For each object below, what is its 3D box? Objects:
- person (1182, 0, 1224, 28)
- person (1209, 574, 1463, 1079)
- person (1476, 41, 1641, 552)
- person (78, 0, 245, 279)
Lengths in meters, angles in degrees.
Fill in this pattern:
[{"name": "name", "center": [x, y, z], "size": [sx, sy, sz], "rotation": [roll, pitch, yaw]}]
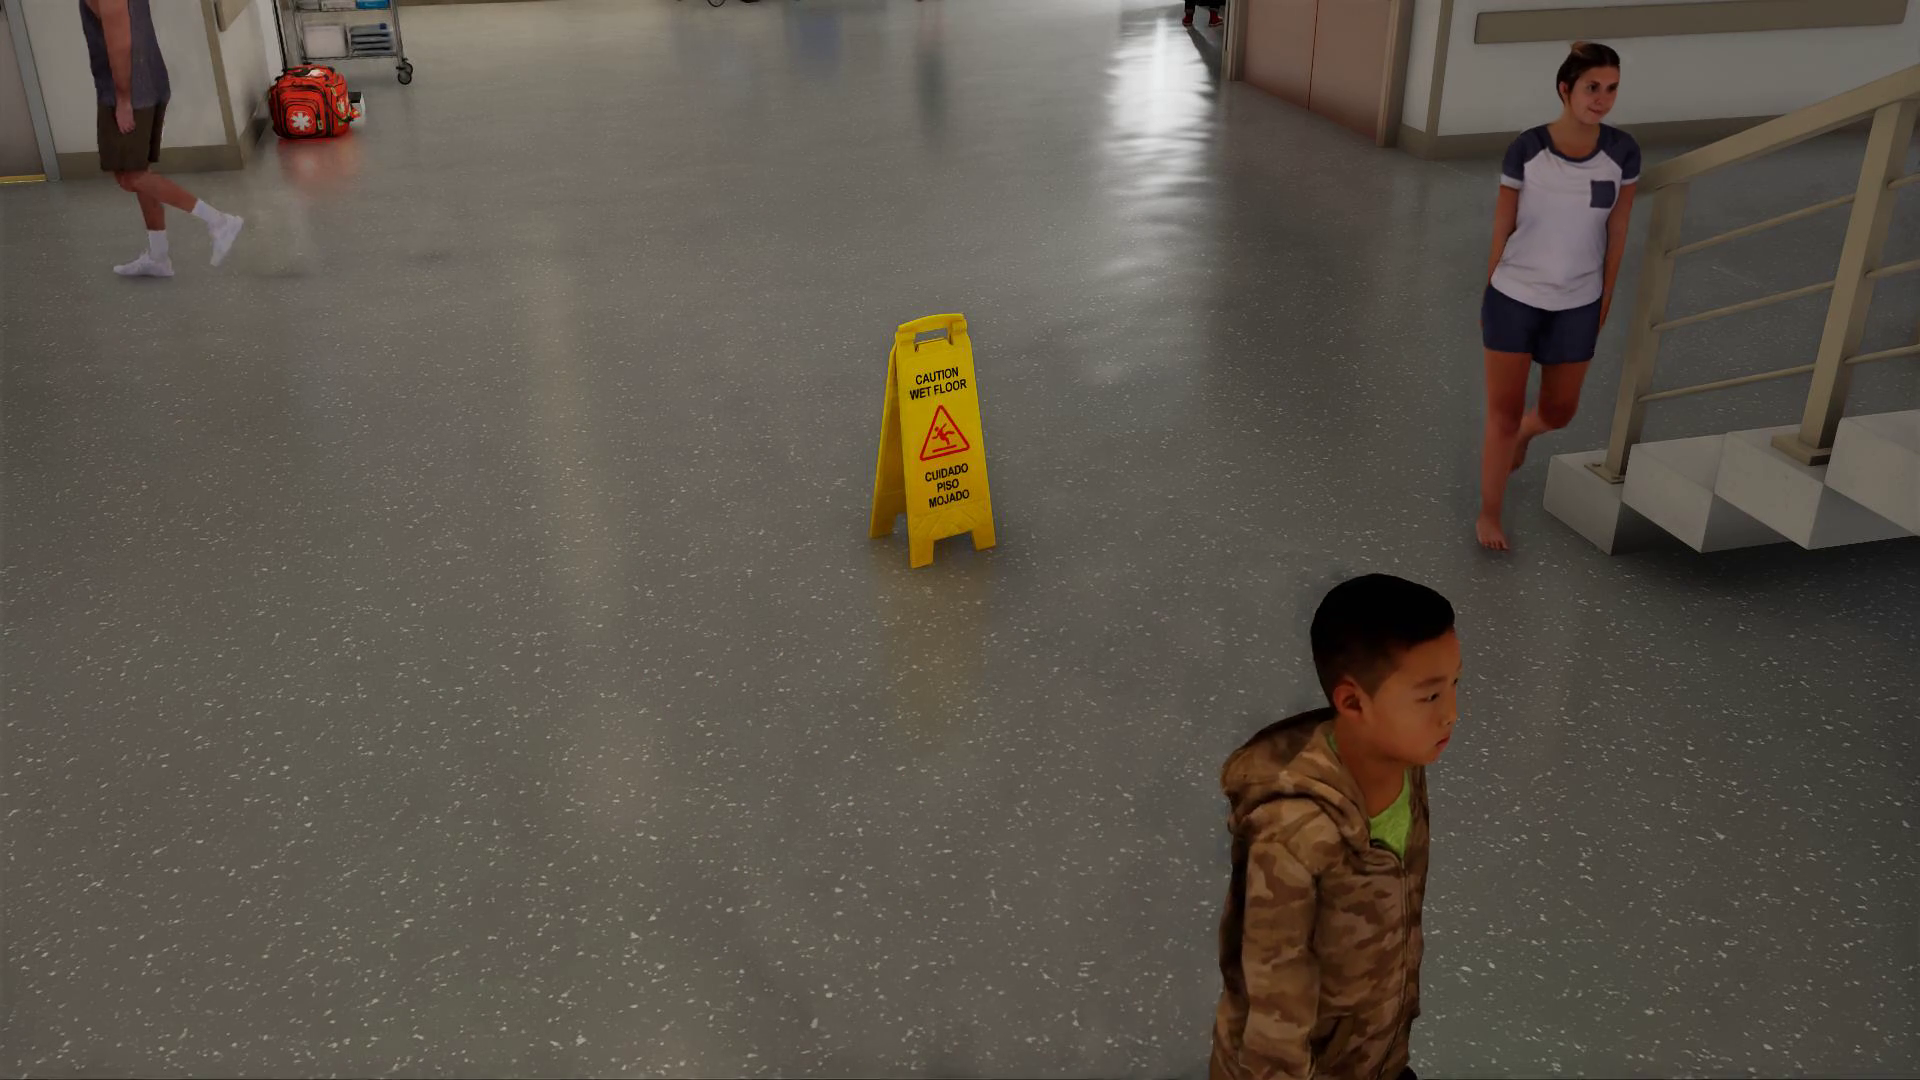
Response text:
[{"name": "person", "center": [2.256, -5.640, 15.260], "size": [0.714, 1.757, 0.705], "rotation": [5, 26, 10]}, {"name": "person", "center": [0.454, 0.705, 2.479], "size": [0.835, 1.431, 1.070], "rotation": [-20, 32, -36]}, {"name": "person", "center": [1.872, -0.783, 5.376], "size": [0.781, 1.595, 0.967], "rotation": [4, 26, 9]}, {"name": "person", "center": [-3.882, -2.140, 7.963], "size": [0.727, 1.834, 0.824], "rotation": [-5, 26, -11]}]
